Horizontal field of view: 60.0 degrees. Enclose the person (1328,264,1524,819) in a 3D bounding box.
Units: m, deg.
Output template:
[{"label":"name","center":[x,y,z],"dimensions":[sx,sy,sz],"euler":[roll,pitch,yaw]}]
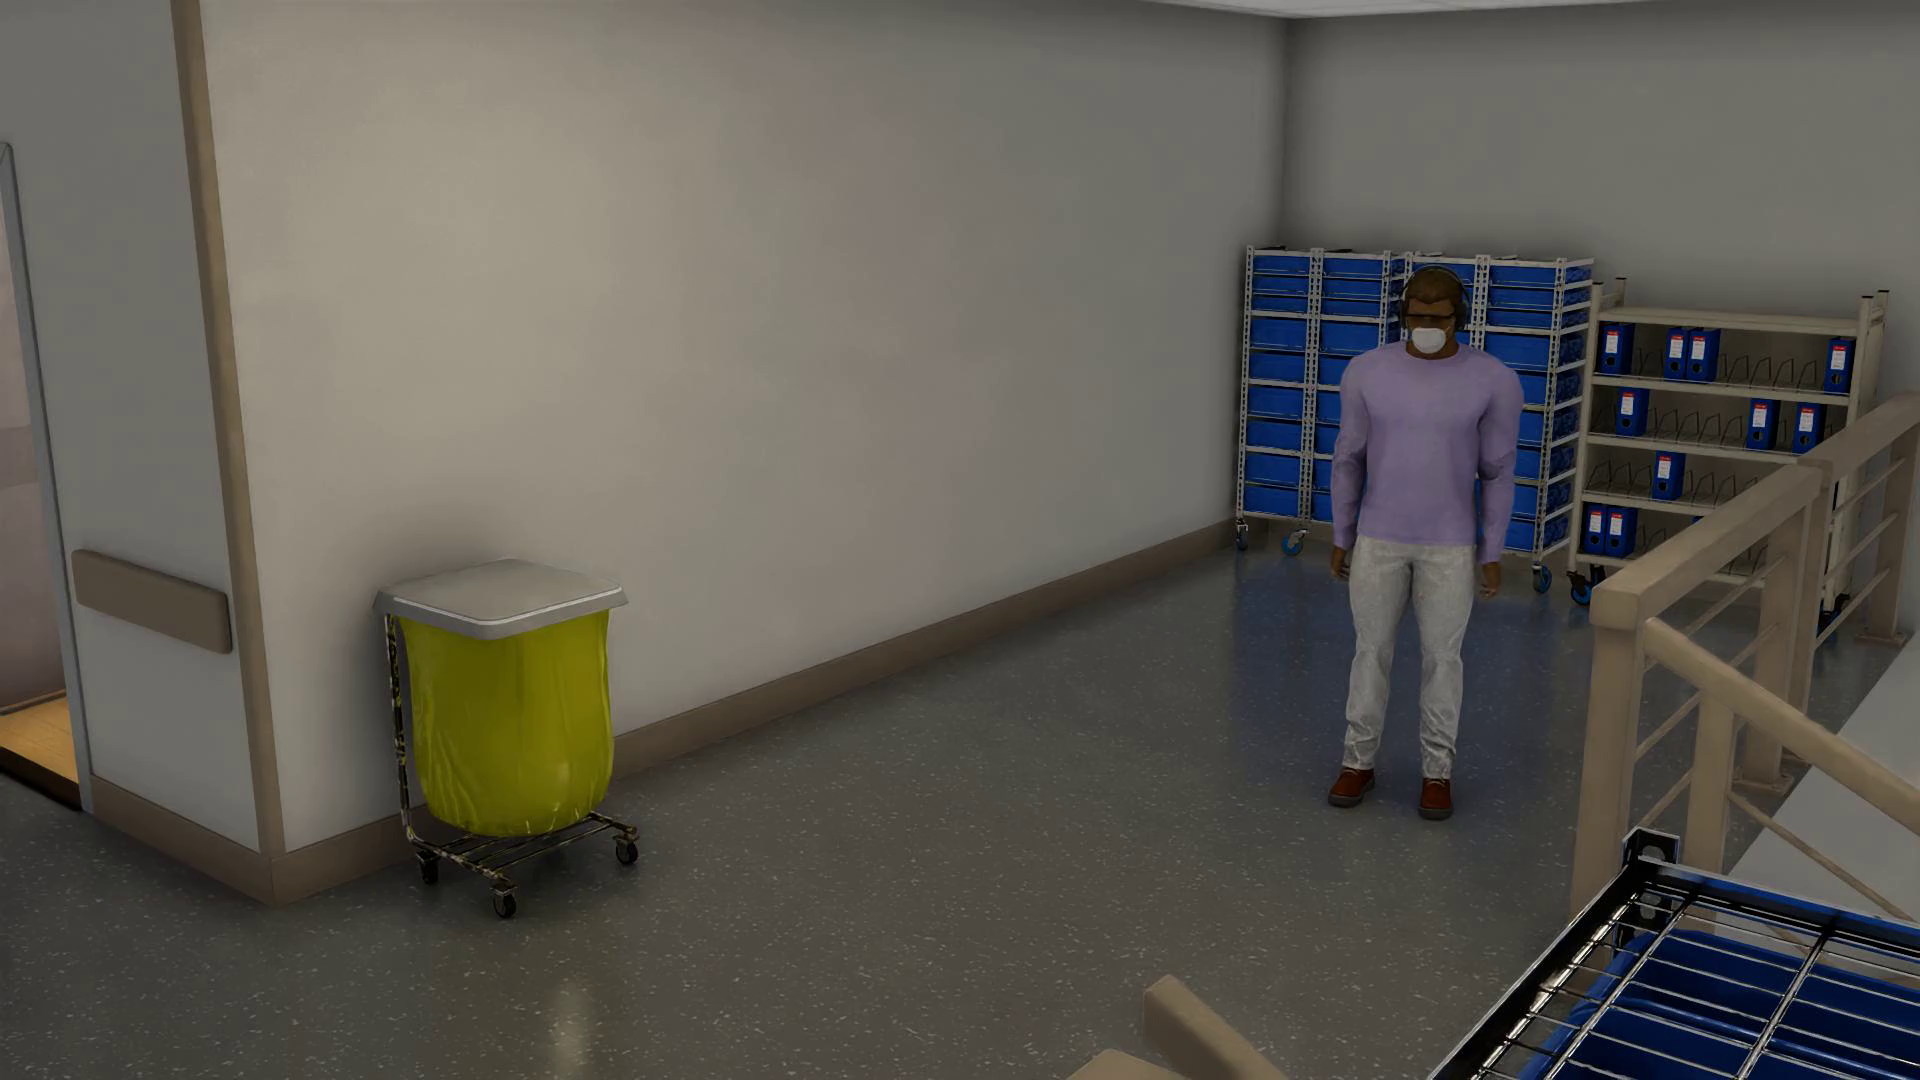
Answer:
[{"label":"person","center":[1.593,0.013,5.799],"dimensions":[0.628,1.935,0.373],"euler":[6,15,22]}]
